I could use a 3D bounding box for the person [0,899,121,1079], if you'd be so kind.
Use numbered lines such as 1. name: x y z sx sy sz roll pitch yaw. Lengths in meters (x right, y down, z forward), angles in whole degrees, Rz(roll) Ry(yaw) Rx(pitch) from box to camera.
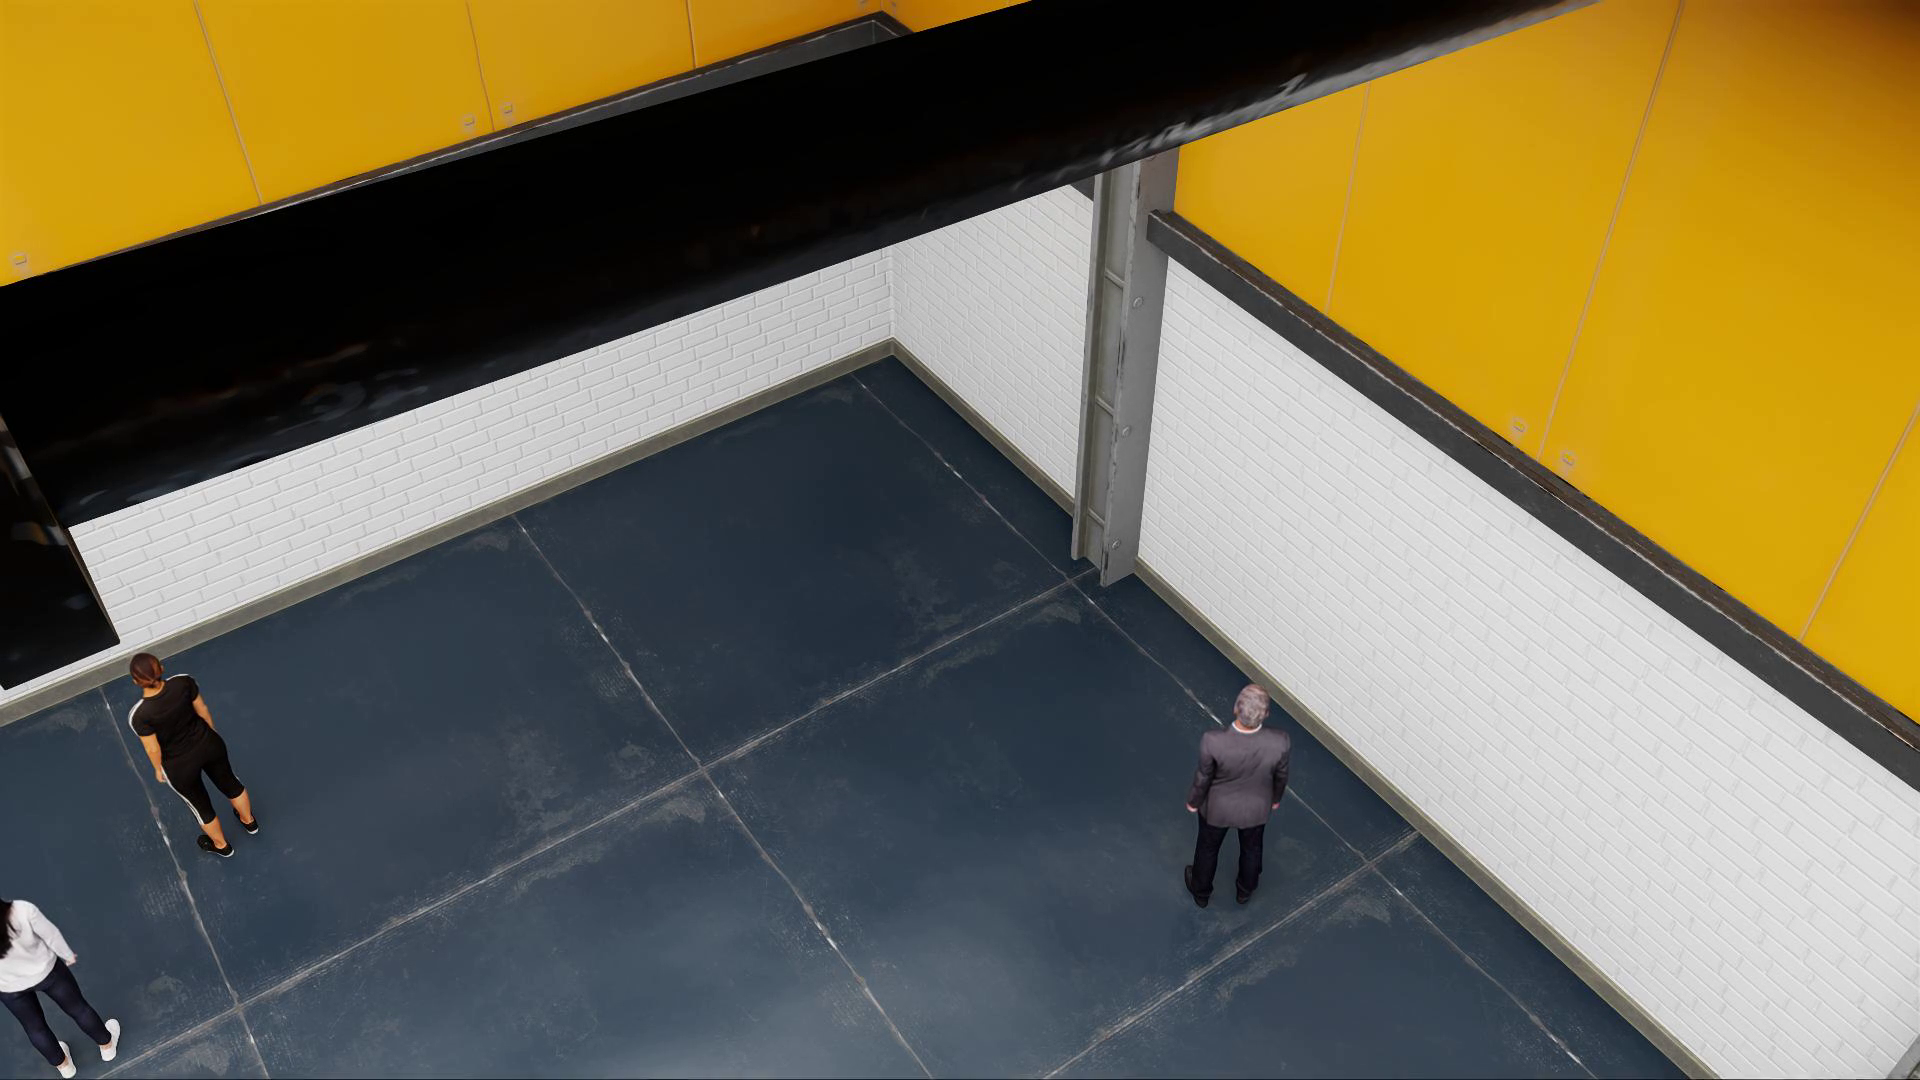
1. person: -4.880 2.267 8.683 0.639 1.700 0.583 -20 47 -19

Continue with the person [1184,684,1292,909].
1. person: 1.565 1.457 9.430 0.813 1.842 0.813 -2 44 -2

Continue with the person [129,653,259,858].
1. person: -4.529 1.247 9.776 0.641 1.669 0.651 24 49 24
